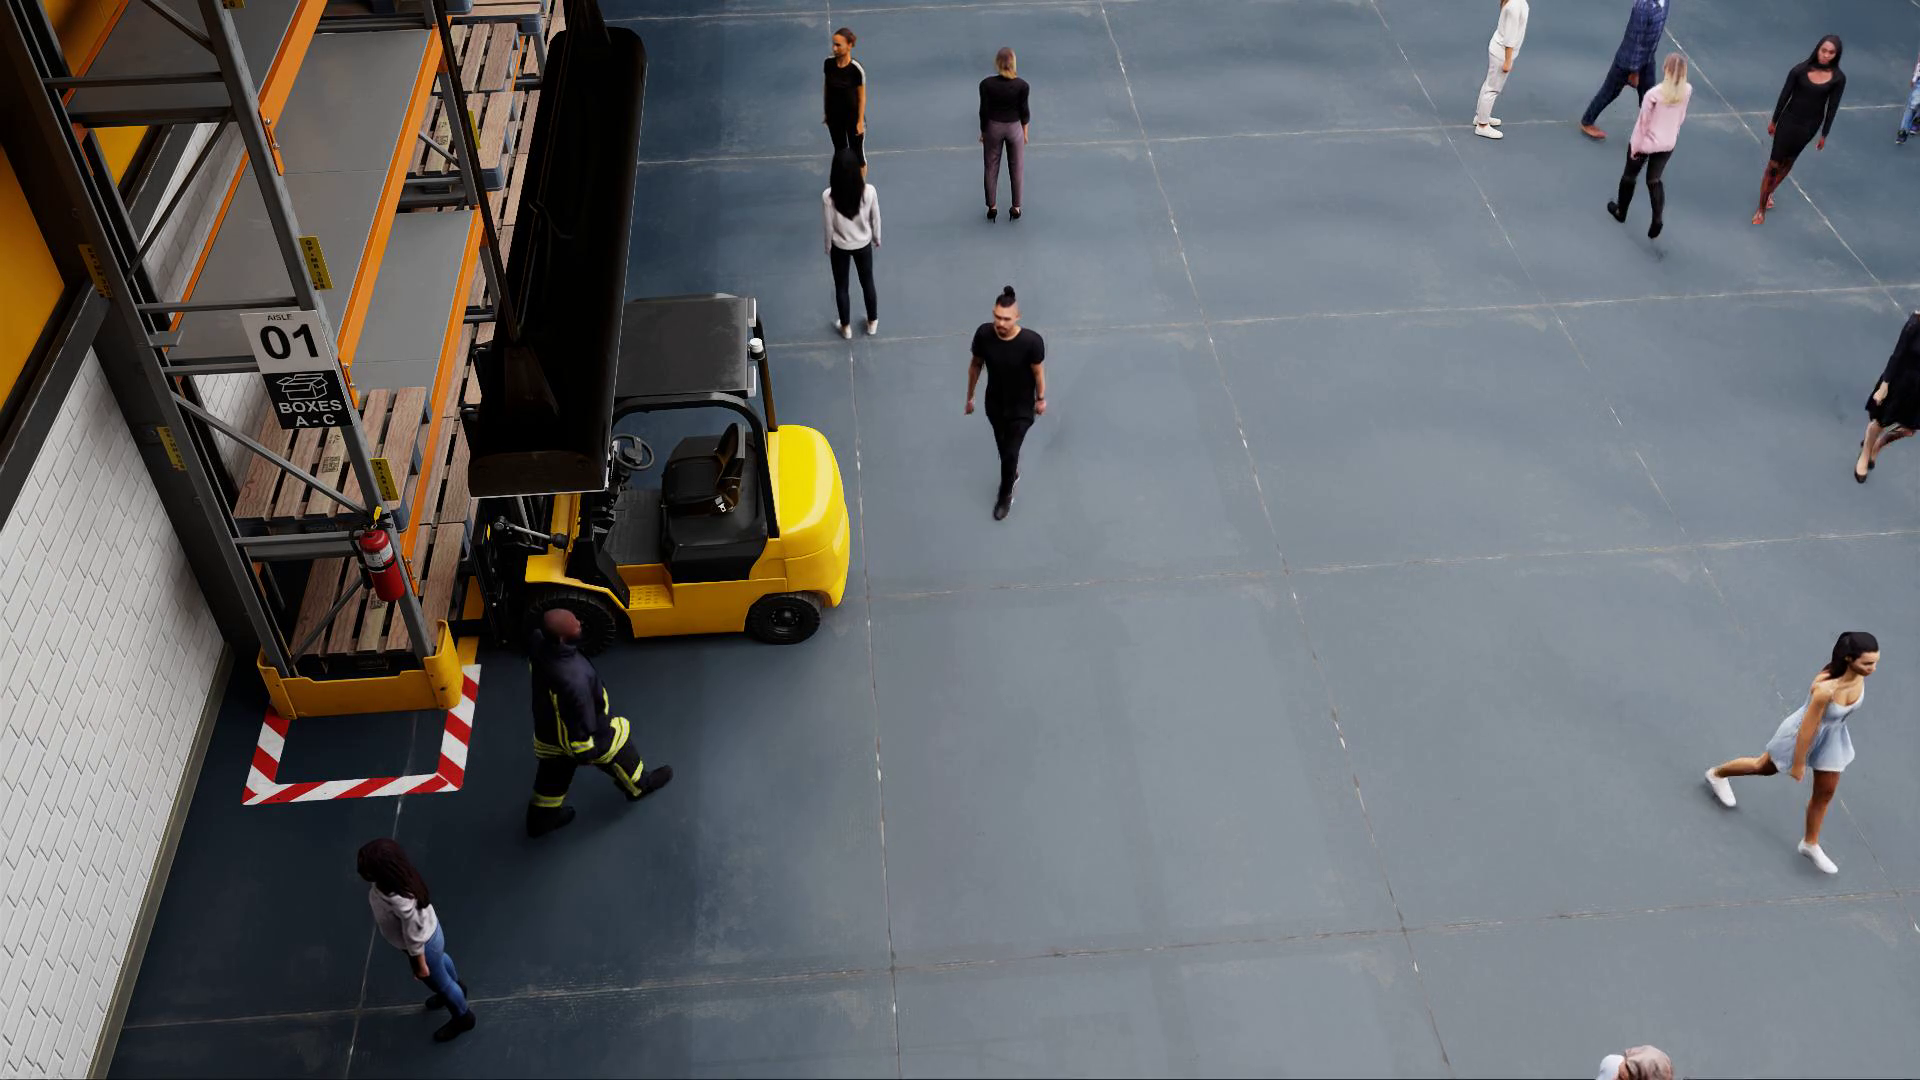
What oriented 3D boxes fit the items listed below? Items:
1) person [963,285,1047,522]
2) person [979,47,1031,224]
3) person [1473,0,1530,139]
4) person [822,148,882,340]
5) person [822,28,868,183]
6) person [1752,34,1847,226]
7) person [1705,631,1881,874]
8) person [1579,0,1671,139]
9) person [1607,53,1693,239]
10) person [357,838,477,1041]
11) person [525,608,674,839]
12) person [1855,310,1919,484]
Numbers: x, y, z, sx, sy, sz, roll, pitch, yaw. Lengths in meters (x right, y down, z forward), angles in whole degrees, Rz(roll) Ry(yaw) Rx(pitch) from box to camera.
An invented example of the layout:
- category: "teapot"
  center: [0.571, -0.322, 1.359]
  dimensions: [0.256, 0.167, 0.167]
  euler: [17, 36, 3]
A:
- category: "person"
  center: [0.374, -1.075, 11.910]
  dimensions: [0.906, 1.853, 0.978]
  euler: [17, 46, 17]
- category: "person"
  center: [0.387, -3.548, 14.640]
  dimensions: [0.618, 1.668, 0.558]
  euler: [2, 44, 2]
- category: "person"
  center: [5.164, -4.659, 15.792]
  dimensions: [0.719, 1.688, 0.559]
  euler: [7, 44, 8]
- category: "person"
  center: [-0.876, -2.380, 13.390]
  dimensions: [0.654, 1.701, 0.595]
  euler: [-10, 45, -11]
- category: "person"
  center: [-1.018, -3.811, 14.915]
  dimensions: [0.667, 1.668, 0.703]
  euler: [24, 49, 23]
- category: "person"
  center: [7.455, -3.707, 14.785]
  dimensions: [0.855, 1.698, 1.010]
  euler: [13, 45, 14]
- category: "person"
  center: [4.884, 1.122, 9.727]
  dimensions: [0.914, 1.683, 1.209]
  euler: [-21, 47, -21]
- category: "person"
  center: [6.256, -4.544, 15.612]
  dimensions: [1.077, 1.768, 1.224]
  euler: [-32, 52, -29]
- category: "person"
  center: [6.083, -3.409, 14.493]
  dimensions: [0.608, 1.669, 0.951]
  euler: [-6, 44, -6]
- category: "person"
  center: [-2.841, 2.080, 8.760]
  dimensions: [0.732, 1.630, 0.603]
  euler: [-22, 48, -22]
- category: "person"
  center: [-2.328, 1.079, 9.696]
  dimensions: [1.215, 1.788, 1.254]
  euler: [-28, 50, -26]
- category: "person"
  center: [6.844, -1.170, 12.093]
  dimensions: [0.679, 1.737, 0.727]
  euler: [4, 44, 4]
